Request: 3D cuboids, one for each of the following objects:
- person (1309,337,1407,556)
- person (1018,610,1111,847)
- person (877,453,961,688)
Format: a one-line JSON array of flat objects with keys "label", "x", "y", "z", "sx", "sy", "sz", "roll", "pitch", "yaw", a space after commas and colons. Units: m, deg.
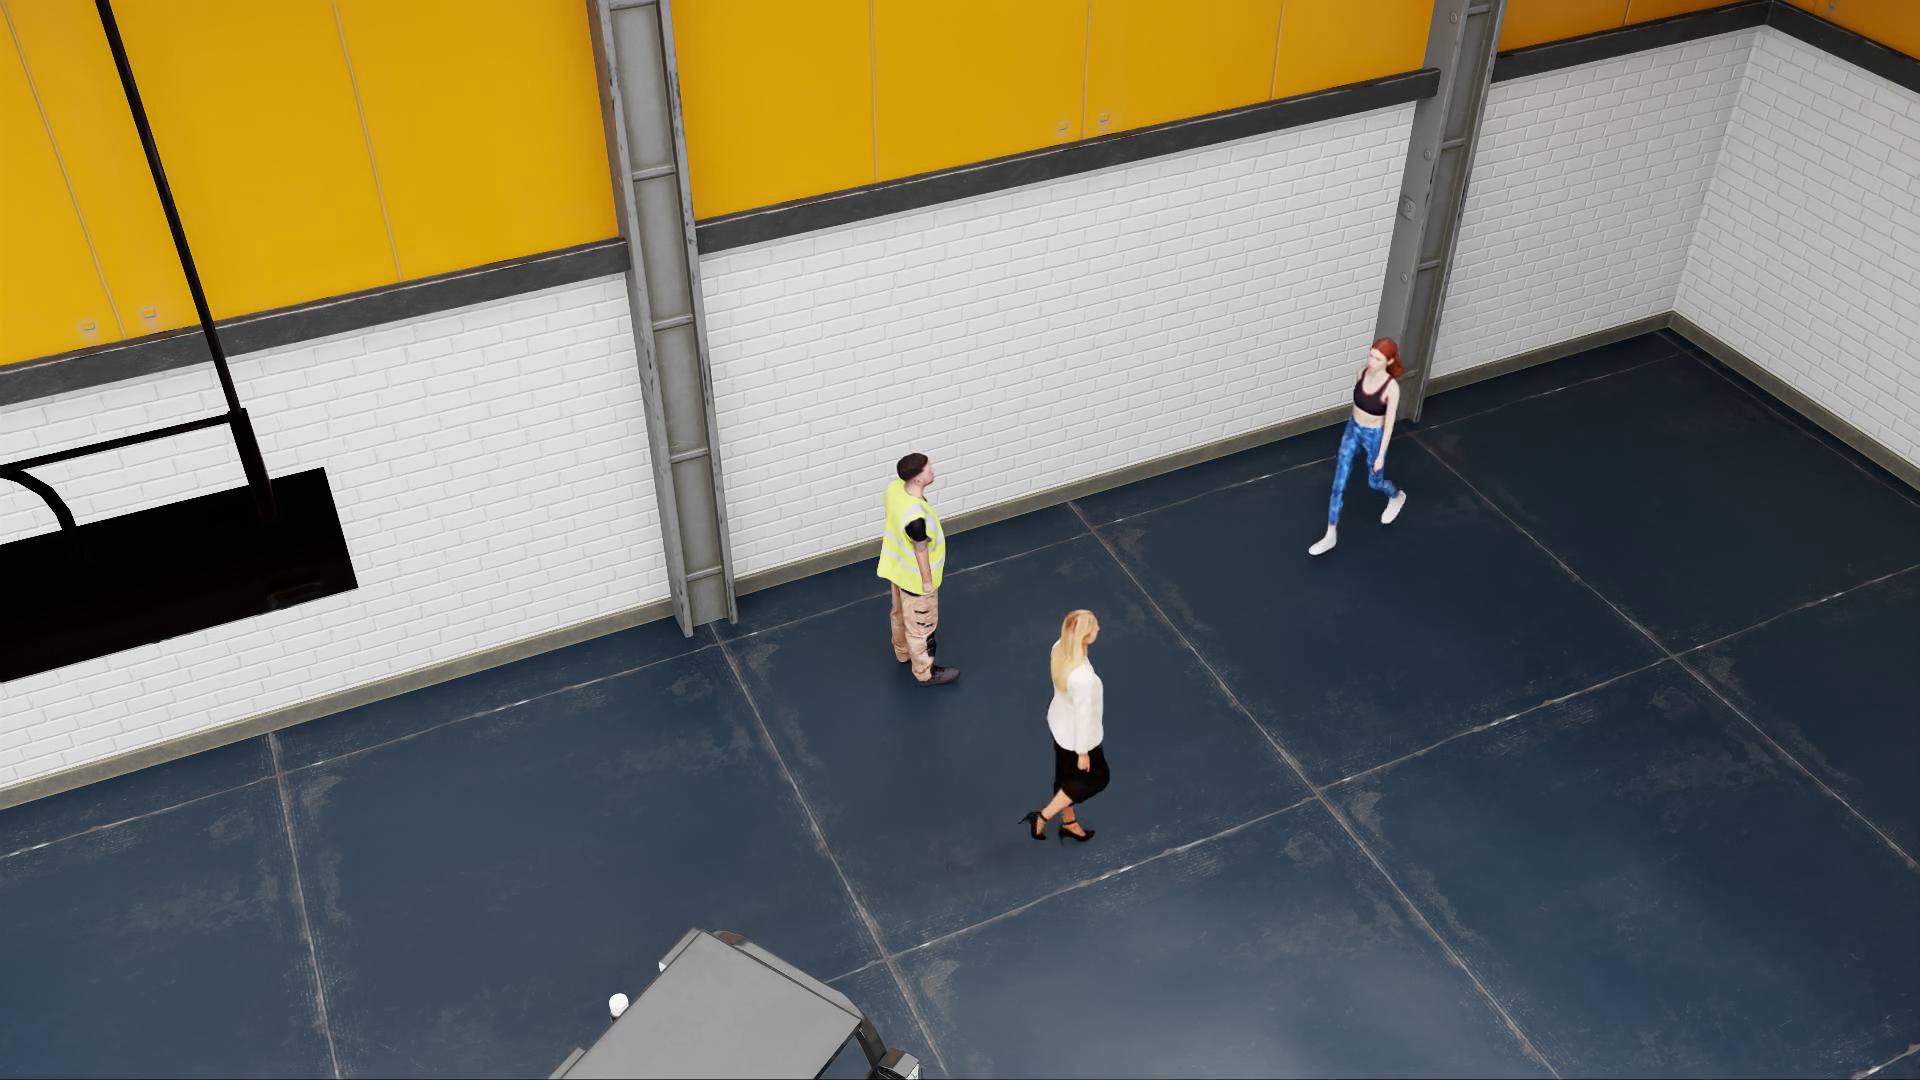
[{"label": "person", "x": 3.036, "y": -0.713, "z": 12.150, "sx": 1.202, "sy": 1.753, "sz": 0.706, "roll": -24, "pitch": 45, "yaw": -27}, {"label": "person", "x": 0.591, "y": 1.162, "z": 9.726, "sx": 0.784, "sy": 1.849, "sz": 0.675, "roll": -12, "pitch": 40, "yaw": -15}, {"label": "person", "x": -0.289, "y": 0.175, "z": 10.963, "sx": 0.687, "sy": 1.847, "sz": 0.674, "roll": -17, "pitch": 42, "yaw": -20}]
